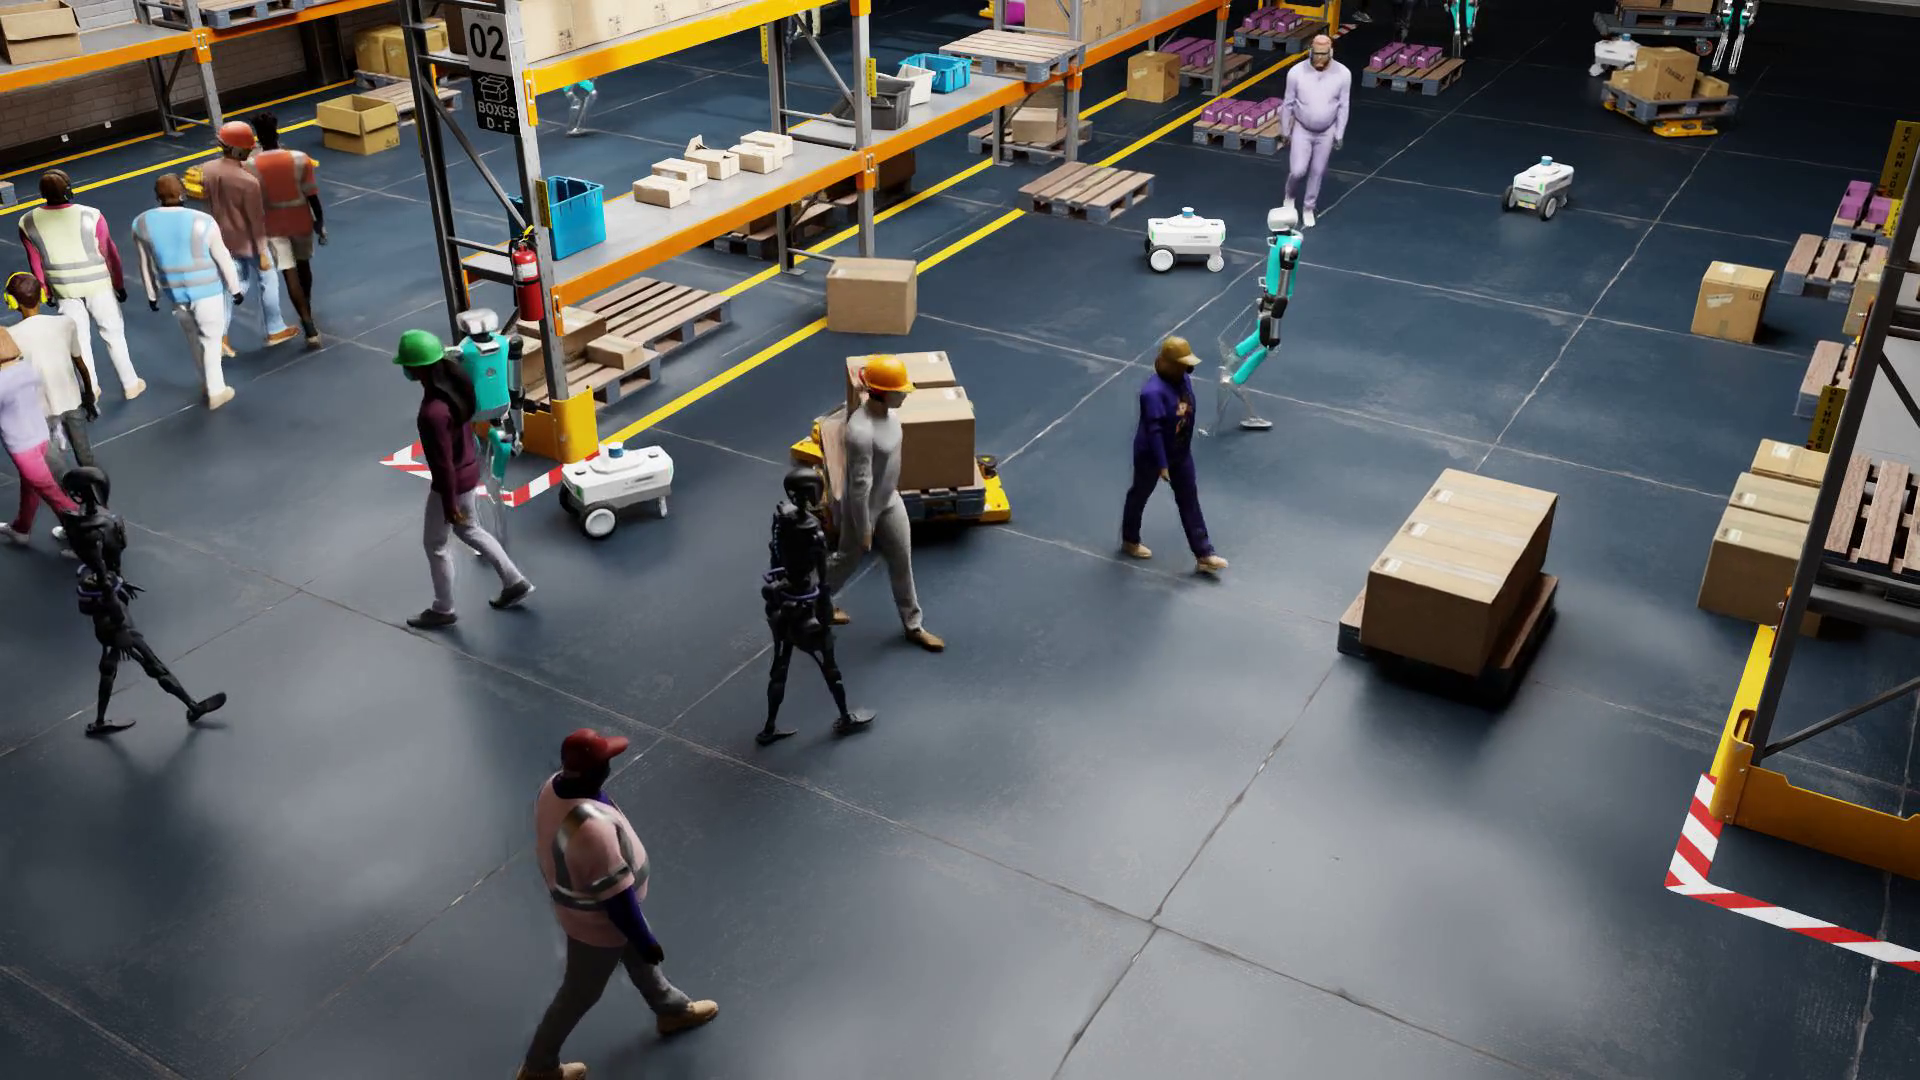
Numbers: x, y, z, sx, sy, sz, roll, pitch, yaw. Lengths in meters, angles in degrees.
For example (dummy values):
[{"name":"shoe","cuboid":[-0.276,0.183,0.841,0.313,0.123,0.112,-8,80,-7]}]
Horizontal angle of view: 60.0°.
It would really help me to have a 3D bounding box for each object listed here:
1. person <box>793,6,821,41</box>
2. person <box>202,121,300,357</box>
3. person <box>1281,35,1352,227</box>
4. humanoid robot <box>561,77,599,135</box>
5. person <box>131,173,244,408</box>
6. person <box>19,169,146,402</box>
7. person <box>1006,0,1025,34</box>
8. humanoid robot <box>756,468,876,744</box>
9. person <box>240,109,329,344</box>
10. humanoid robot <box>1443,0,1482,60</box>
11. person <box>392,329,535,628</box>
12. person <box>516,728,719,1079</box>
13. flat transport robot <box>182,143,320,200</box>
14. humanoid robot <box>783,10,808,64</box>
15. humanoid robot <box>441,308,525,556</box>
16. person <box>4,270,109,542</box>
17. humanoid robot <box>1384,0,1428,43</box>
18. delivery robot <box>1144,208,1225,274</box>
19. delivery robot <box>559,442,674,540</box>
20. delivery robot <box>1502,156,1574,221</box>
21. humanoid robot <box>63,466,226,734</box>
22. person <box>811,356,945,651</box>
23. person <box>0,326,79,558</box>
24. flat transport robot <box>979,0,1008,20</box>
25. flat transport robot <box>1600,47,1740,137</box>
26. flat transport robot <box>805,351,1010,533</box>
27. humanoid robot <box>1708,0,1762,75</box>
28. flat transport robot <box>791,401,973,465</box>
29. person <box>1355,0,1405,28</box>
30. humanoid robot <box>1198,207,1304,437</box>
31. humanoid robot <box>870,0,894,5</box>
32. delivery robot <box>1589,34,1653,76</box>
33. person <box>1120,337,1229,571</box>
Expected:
[{"name":"person","cuboid":[-2.190,-7.988,23.561,0.562,1.752,0.325,14,32,24]},{"name":"person","cuboid":[-5.880,-2.423,13.528,0.647,1.940,0.827,13,32,21]},{"name":"person","cuboid":[3.493,-4.022,16.418,0.638,1.887,0.436,2,30,3]},{"name":"humanoid robot","cuboid":[-4.474,-5.485,19.202,0.749,1.842,0.544,-14,32,-23]},{"name":"person","cuboid":[-5.868,-1.926,12.768,0.668,1.822,0.534,-3,30,-5]},{"name":"person","cuboid":[-6.734,-1.939,12.774,0.626,1.843,0.429,-8,31,-14]},{"name":"person","cuboid":[0.825,-6.637,21.153,0.517,1.766,1.020,13,32,22]},{"name":"humanoid robot","cuboid":[-0.833,0.343,8.921,0.650,1.639,0.611,-19,34,-29]},{"name":"person","cuboid":[-5.657,-2.647,13.967,0.602,1.910,1.032,-17,34,-28]},{"name":"humanoid robot","cuboid":[6.735,-7.133,22.091,0.537,1.775,0.898,0,29,0]},{"name":"person","cuboid":[-3.022,-0.362,9.898,0.722,1.926,0.502,1,29,2]},{"name":"person","cuboid":[-1.495,1.516,6.801,0.901,1.714,0.622,-12,31,-19]},{"name":"flat transport robot","cuboid":[-7.735,-3.990,17.999,0.659,0.231,1.431,16,33,26]},{"name":"humanoid robot","cuboid":[-2.370,-7.344,22.525,0.603,1.642,0.647,-2,30,-3]},{"name":"humanoid robot","cuboid":[-3.105,-0.647,10.709,0.555,1.897,0.737,-23,37,-34]},{"name":"person","cuboid":[-5.902,-0.855,10.848,0.353,1.856,0.515,21,36,32]},{"name":"humanoid robot","cuboid":[6.190,-7.588,22.951,0.609,1.629,0.691,14,32,23]},{"name":"delivery robot","cuboid":[2.112,-2.823,15.649,0.802,0.598,0.499,1,30,2]},{"name":"delivery robot","cuboid":[-2.351,-0.369,11.316,0.779,0.607,0.523,-16,33,-25]},{"name":"delivery robot","cuboid":[5.950,-3.620,17.069,0.519,0.609,0.780,26,39,38]},{"name":"humanoid robot","cuboid":[-4.522,0.312,8.993,0.749,1.629,0.608,-13,32,-21]},{"name":"person","cuboid":[-0.530,-0.234,9.777,0.948,1.847,0.598,16,33,26]},{"name":"person","cuboid":[-6.057,-0.615,10.684,0.814,1.587,0.505,4,30,6]},{"name":"flat transport robot","cuboid":[0.947,-8.184,25.419,0.659,0.231,1.431,18,34,28]},{"name":"flat transport robot","cuboid":[8.426,-5.131,20.018,0.659,0.231,1.431,-5,30,-9]},{"name":"flat transport robot","cuboid":[-0.411,-0.314,11.498,1.431,0.231,0.659,-4,30,-8]},{"name":"humanoid robot","cuboid":[10.112,-6.918,21.551,0.533,1.677,0.735,16,33,27]},{"name":"flat transport robot","cuboid":[-0.570,-0.883,12.503,0.659,0.231,1.431,18,34,29]},{"name":"person","cuboid":[6.264,-8.413,24.372,0.717,1.696,0.892,-16,33,-26]},{"name":"humanoid robot","cuboid":[2.073,-1.532,12.264,0.758,1.897,0.549,3,30,5]},{"name":"humanoid robot","cuboid":[-1.218,-9.148,25.677,0.599,1.659,0.315,16,33,27]},{"name":"delivery robot","cuboid":[8.720,-6.350,21.877,0.774,0.587,0.499,23,36,34]},{"name":"person","cuboid":[1.353,-0.515,10.509,0.462,1.585,0.807,-24,37,-35]}]
